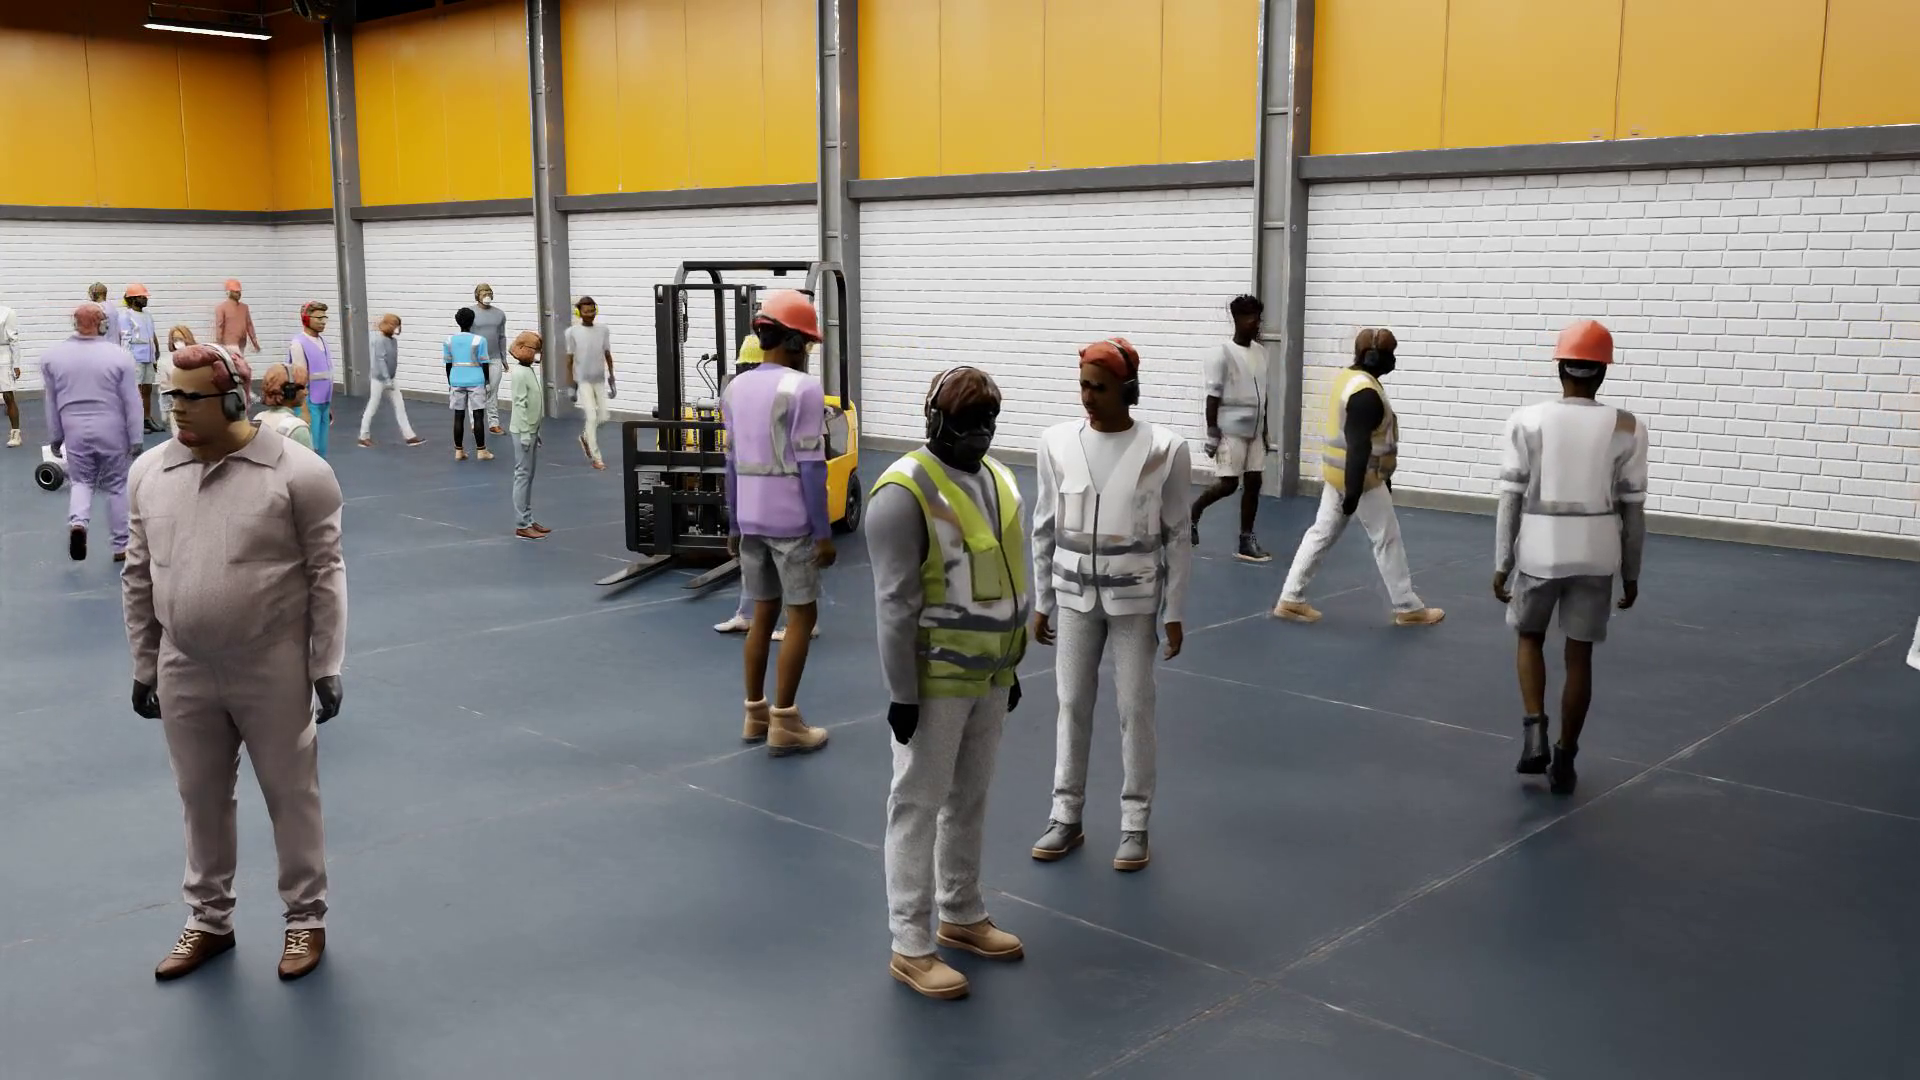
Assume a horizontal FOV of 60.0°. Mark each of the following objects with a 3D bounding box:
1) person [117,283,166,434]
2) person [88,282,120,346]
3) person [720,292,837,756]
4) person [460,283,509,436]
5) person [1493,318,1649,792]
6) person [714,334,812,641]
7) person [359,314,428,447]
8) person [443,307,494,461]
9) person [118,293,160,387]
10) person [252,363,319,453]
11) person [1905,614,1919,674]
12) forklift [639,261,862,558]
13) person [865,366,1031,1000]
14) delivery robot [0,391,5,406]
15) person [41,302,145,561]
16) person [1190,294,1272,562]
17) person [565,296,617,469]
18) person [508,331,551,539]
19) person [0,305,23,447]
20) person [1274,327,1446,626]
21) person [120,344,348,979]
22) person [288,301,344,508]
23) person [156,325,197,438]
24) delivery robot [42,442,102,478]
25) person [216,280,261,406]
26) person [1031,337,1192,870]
[{"bbox_3d":[-10.538,-2.333,21.417,0.348,1.942,0.548,2,9,11],"label":"person"},{"bbox_3d":[-11.650,-2.538,22.685,0.355,1.937,0.635,-1,9,-8],"label":"person"},{"bbox_3d":[-0.812,-0.075,7.340,0.639,2.015,0.516,9,13,43],"label":"person"},{"bbox_3d":[-6.029,-2.285,21.136,0.627,1.941,0.373,-9,13,-43],"label":"person"},{"bbox_3d":[2.470,0.069,6.747,0.567,1.918,0.403,3,10,18],"label":"person"},{"bbox_3d":[-1.166,-0.282,9.410,0.709,1.740,0.541,0,9,-1],"label":"person"},{"bbox_3d":[-6.809,-1.887,19.766,0.801,1.588,0.527,2,9,11],"label":"person"},{"bbox_3d":[-5.428,-1.716,18.379,0.540,1.699,0.316,2,9,9],"label":"person"},{"bbox_3d":[-11.601,-2.605,23.506,0.566,1.800,1.016,-4,10,-25],"label":"person"},{"bbox_3d":[-3.547,-0.108,8.739,0.517,1.630,0.322,9,13,42],"label":"person"},{"bbox_3d":[5.235,-0.158,8.294,0.598,1.873,1.000,-3,10,-18],"label":"person"},{"bbox_3d":[-1.552,-1.040,12.721,1.214,2.155,2.313,2,9,11],"label":"forklift"},{"bbox_3d":[-0.008,0.405,4.952,0.430,1.840,0.624,6,11,34],"label":"person"},{"bbox_3d":[-13.959,-2.069,23.757,0.477,0.478,0.707,2,9,10],"label":"delivery robot"},{"bbox_3d":[-6.190,-0.757,11.917,0.671,1.889,0.571,-2,9,-9],"label":"person"},{"bbox_3d":[1.984,-0.824,12.158,0.611,1.944,0.678,-8,12,-40],"label":"person"},{"bbox_3d":[-3.952,-1.684,17.740,0.537,1.841,0.613,-7,12,-37],"label":"person"},{"bbox_3d":[-3.413,-0.833,13.161,0.279,1.633,0.499,-1,9,-5],"label":"person"},{"bbox_3d":[-11.475,-2.097,19.714,0.607,2.038,0.394,-2,9,-9],"label":"person"},{"bbox_3d":[2.360,-0.366,9.866,0.999,1.787,0.611,0,9,-2],"label":"person"},{"bbox_3d":[-2.163,0.372,4.947,0.652,1.904,0.402,0,9,1],"label":"person"},{"bbox_3d":[-5.636,-1.150,14.466,0.374,1.840,0.569,0,9,0],"label":"person"},{"bbox_3d":[-7.091,-1.176,15.311,0.512,1.614,0.503,-2,10,-14],"label":"person"},{"bbox_3d":[-8.451,-0.812,16.051,0.707,0.478,0.477,1,9,8],"label":"delivery robot"},{"bbox_3d":[-11.219,-3.050,25.821,1.044,1.948,0.604,3,10,18],"label":"person"},{"bbox_3d":[0.525,0.227,5.897,0.575,1.885,0.361,4,10,23],"label":"person"}]
